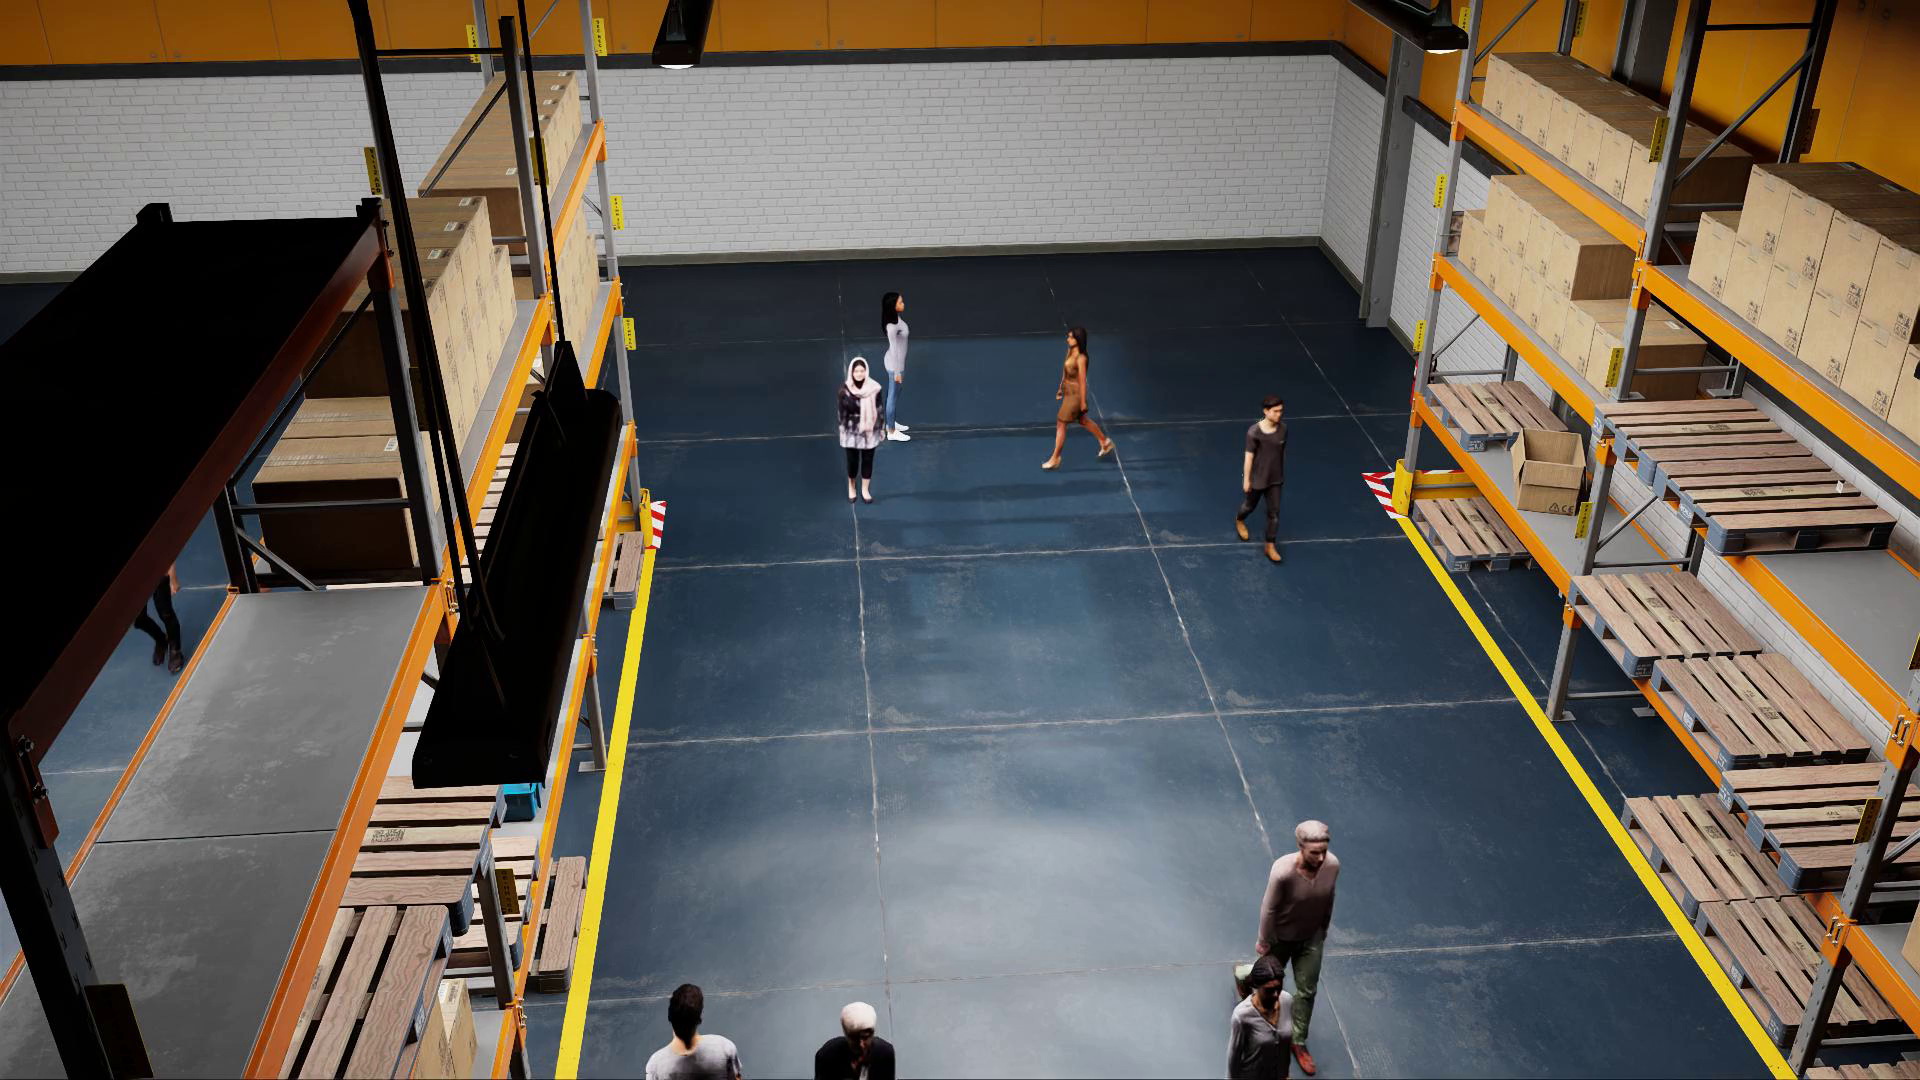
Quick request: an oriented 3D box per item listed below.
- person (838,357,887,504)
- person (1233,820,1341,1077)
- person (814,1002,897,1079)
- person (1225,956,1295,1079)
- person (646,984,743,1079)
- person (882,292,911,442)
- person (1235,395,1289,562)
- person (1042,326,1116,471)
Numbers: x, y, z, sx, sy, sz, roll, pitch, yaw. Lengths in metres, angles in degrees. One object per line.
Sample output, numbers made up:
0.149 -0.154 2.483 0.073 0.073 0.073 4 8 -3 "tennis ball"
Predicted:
-1.050 -1.203 17.607 0.689 1.631 0.706 -7 29 -13 "person"
2.085 2.477 10.631 0.811 1.852 1.121 -9 30 -17 "person"
-0.664 3.223 9.391 0.728 1.761 0.674 -3 29 -5 "person"
1.698 3.093 9.584 0.667 1.773 0.653 -14 32 -24 "person"
-1.403 3.286 9.146 0.761 1.853 1.184 -6 29 -12 "person"
-0.755 -1.992 18.945 0.670 1.735 0.467 -1 29 -2 "person"
2.994 -0.675 16.575 0.764 1.693 1.102 -8 30 -15 "person"
1.337 -1.557 18.233 0.696 1.653 1.041 -5 29 -9 "person"
